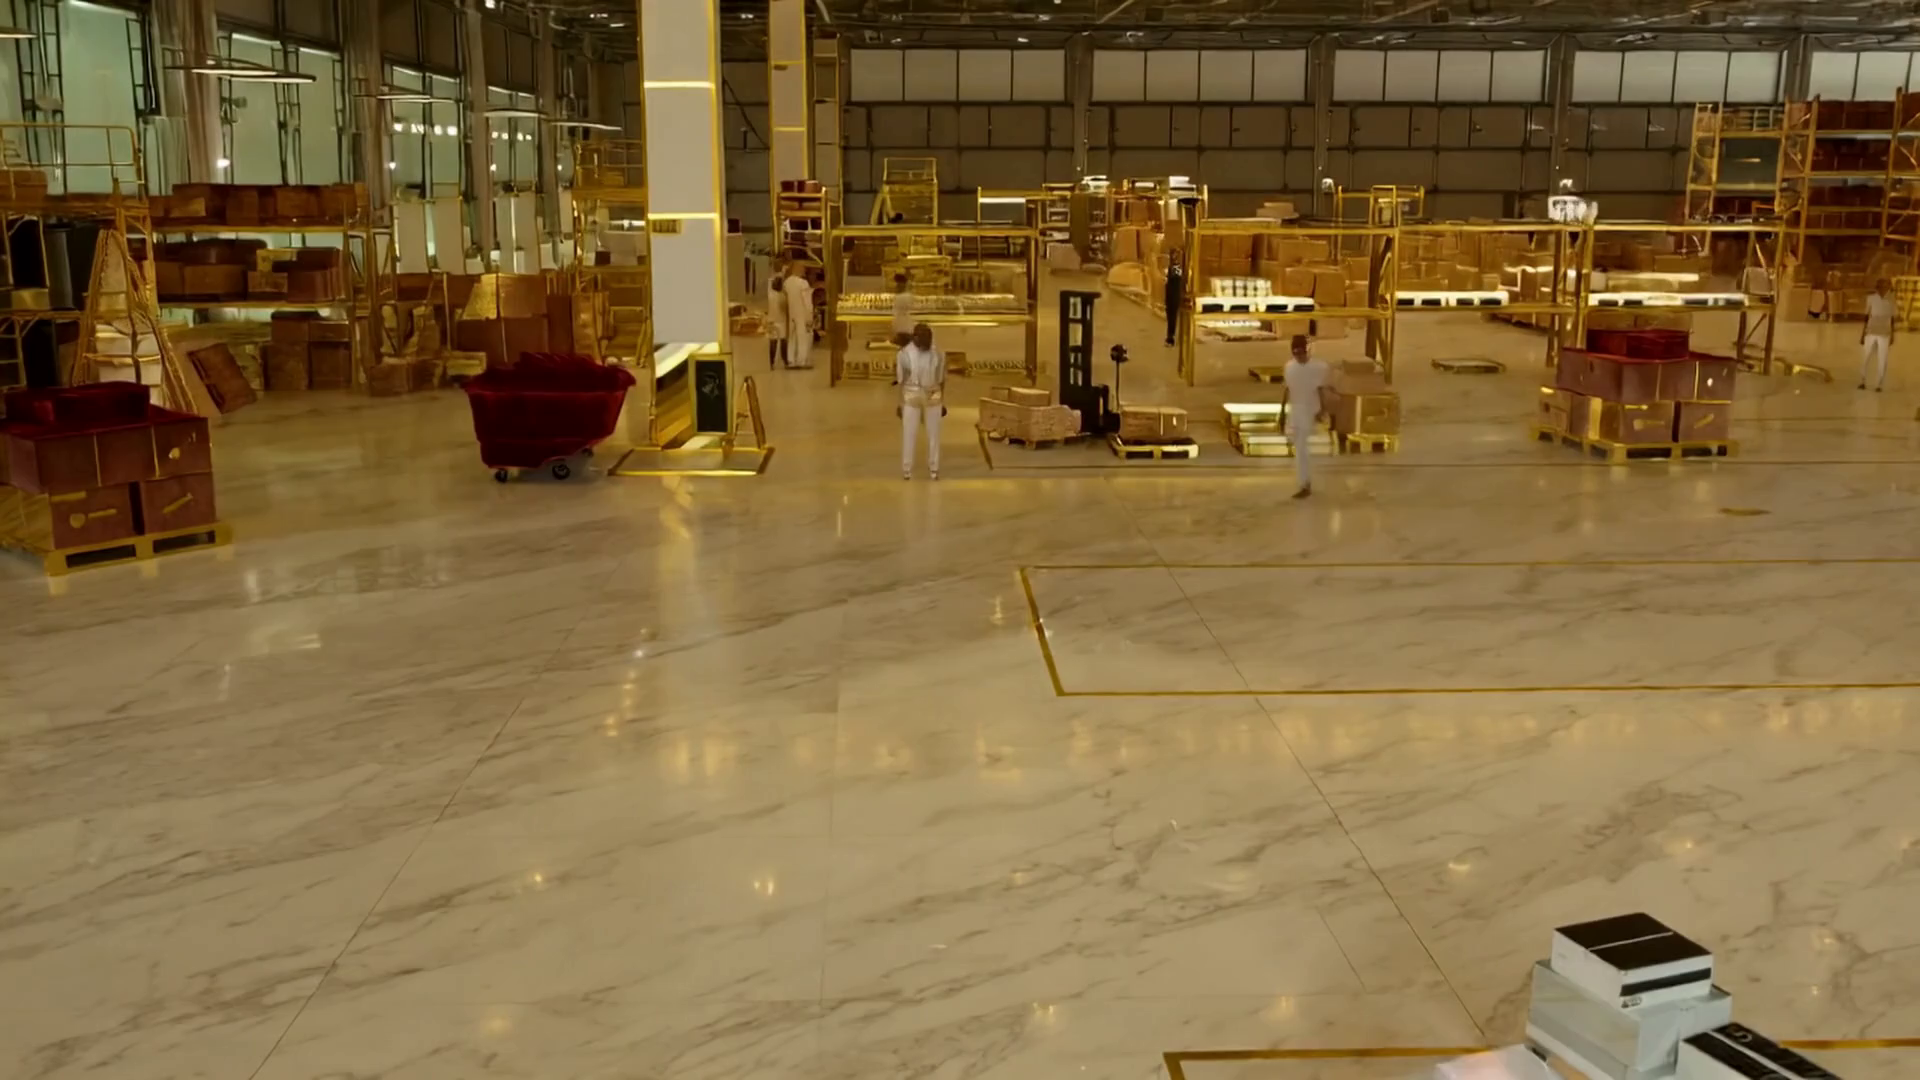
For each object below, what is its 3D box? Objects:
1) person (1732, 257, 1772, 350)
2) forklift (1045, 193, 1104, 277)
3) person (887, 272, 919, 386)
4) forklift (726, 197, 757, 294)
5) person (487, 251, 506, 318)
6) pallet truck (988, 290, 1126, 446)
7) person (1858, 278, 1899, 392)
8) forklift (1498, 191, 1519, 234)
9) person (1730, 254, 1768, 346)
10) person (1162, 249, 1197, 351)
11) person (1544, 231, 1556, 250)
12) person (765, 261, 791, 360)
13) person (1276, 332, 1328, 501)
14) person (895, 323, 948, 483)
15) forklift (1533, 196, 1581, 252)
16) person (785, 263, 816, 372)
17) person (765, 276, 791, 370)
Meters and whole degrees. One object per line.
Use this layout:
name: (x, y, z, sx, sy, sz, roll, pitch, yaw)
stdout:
person: (15.993, -4.750, 33.442, 0.754, 1.897, 0.370, 3, 13, 13)
forklift: (3.899, -10.400, 56.675, 1.873, 2.768, 1.129, -2, 13, -8)
person: (-0.945, -3.519, 27.797, 0.417, 1.915, 0.648, 10, 16, 37)
forklift: (-6.936, -8.600, 48.549, 1.873, 2.768, 1.129, 0, 12, -2)
person: (-11.426, -6.265, 40.859, 0.517, 1.633, 0.313, 12, 17, 42)
pallet truck: (1.257, -2.299, 22.111, 1.885, 1.965, 0.823, -9, 15, -35)
person: (15.029, -3.360, 27.227, 0.334, 1.860, 0.510, -12, 17, -43)
forklift: (20.700, -11.779, 62.903, 1.873, 2.768, 1.129, 0, 12, -2)
person: (16.315, -4.957, 34.417, 0.670, 1.873, 1.045, 10, 16, 37)
person: (4.364, -4.806, 33.334, 0.678, 2.000, 0.537, 7, 14, 30)
person: (18.890, -9.102, 52.987, 0.542, 1.927, 0.374, 3, 13, 14)
person: (-3.459, -4.416, 31.981, 0.592, 1.863, 1.000, -9, 15, -34)
person: (3.710, -1.336, 18.108, 0.546, 1.842, 0.512, 11, 17, 41)
person: (-0.439, -1.578, 19.215, 0.626, 1.842, 0.429, -2, 13, -10)
forklift: (18.630, -9.278, 51.611, 1.129, 2.768, 1.873, -1, 13, -3)
person: (-2.888, -4.007, 29.962, 0.369, 1.936, 0.630, -12, 17, -43)
person: (-3.273, -3.921, 30.117, 0.535, 1.699, 0.318, 8, 15, 32)
